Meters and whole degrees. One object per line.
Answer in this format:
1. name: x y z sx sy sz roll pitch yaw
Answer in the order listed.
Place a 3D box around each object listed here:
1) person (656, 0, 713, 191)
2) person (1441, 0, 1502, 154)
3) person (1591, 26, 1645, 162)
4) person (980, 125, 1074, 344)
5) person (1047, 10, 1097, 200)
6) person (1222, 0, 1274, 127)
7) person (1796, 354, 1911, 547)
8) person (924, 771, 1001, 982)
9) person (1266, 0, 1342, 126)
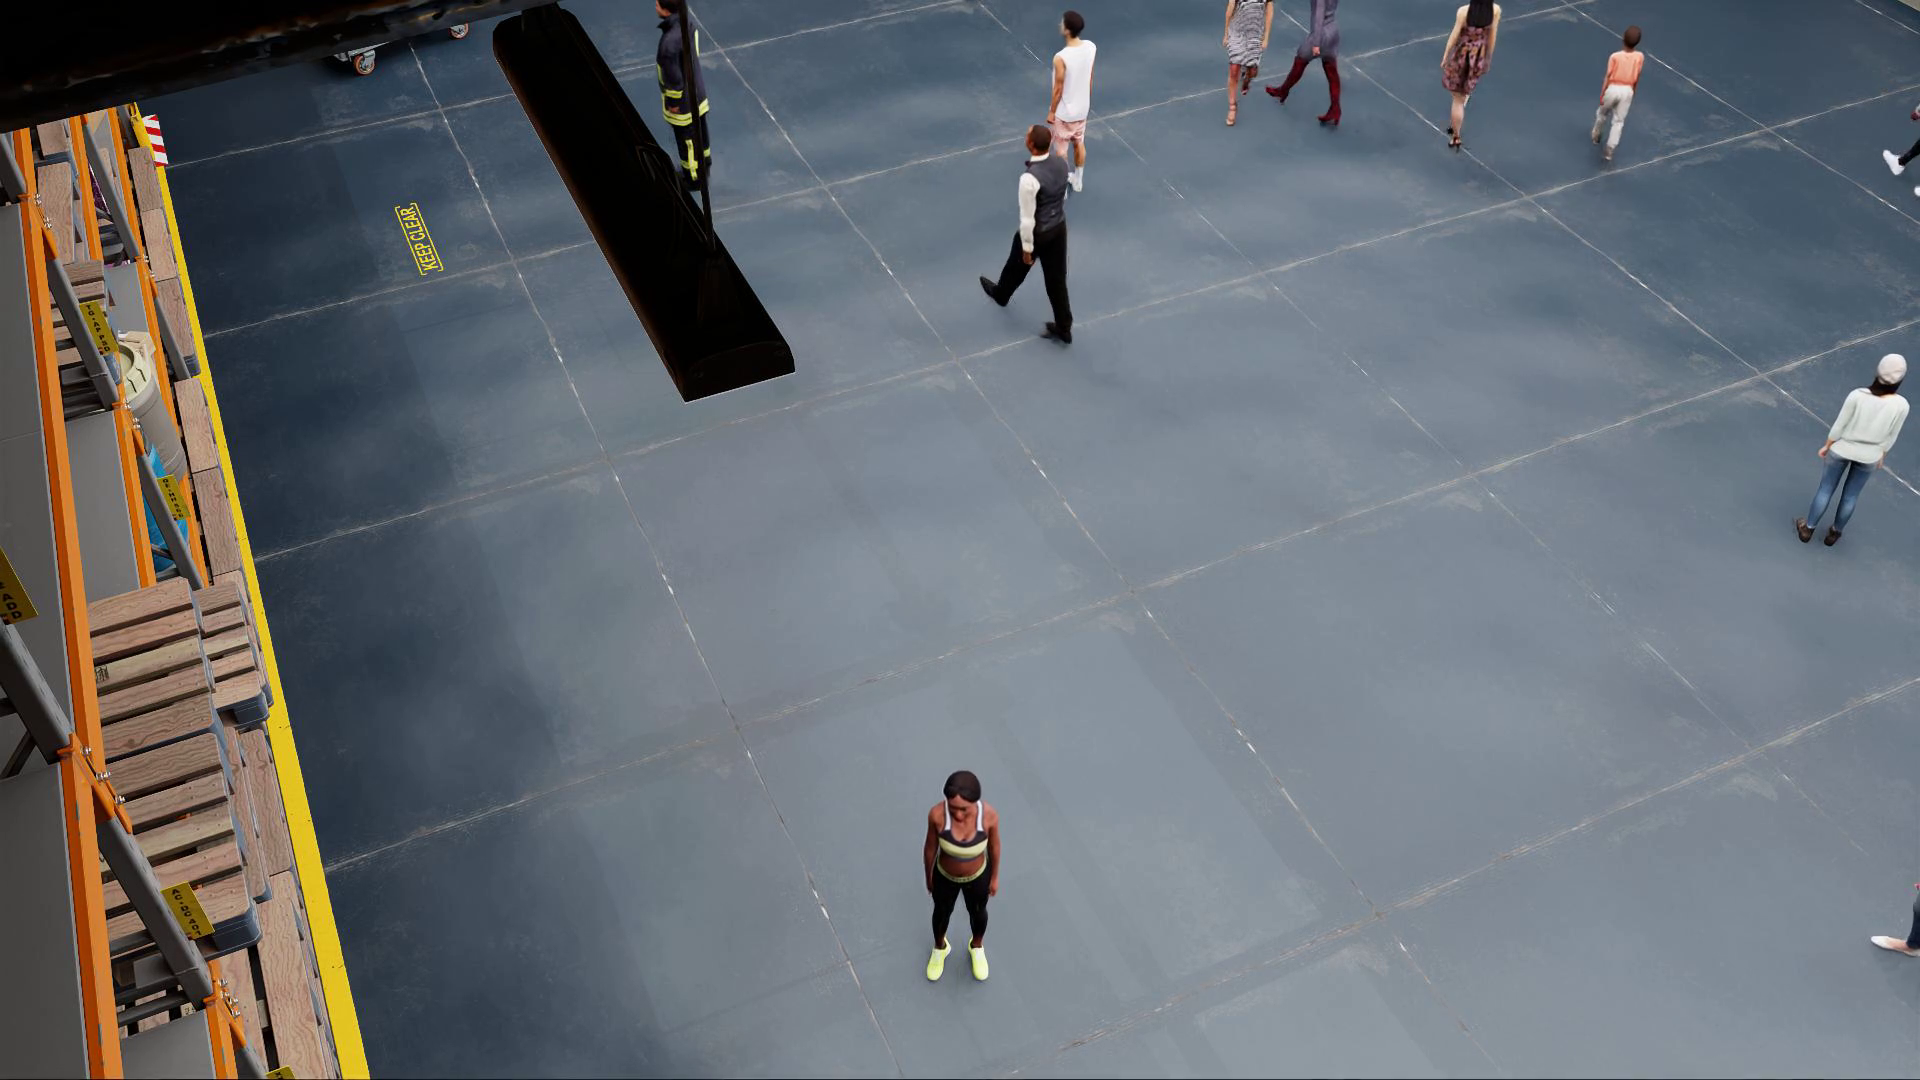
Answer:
1. person: -2.536 -4.137 15.265 0.957 1.926 0.854 8 44 8
2. person: 4.832 -4.466 15.729 0.733 1.764 0.817 -5 44 -5
3. person: 6.282 -4.236 15.821 0.822 1.302 0.933 9 44 10
4. person: 0.733 -2.440 13.526 0.931 1.868 1.329 -30 51 -28
5. person: 1.004 -3.963 15.182 0.696 1.789 0.644 -29 51 -27
6. person: 2.790 -4.933 16.186 0.837 1.808 0.914 10 44 10
7. person: 6.354 -0.636 11.789 0.633 1.651 0.695 15 46 15
8. person: 0.010 1.826 9.131 0.633 1.753 0.640 1 44 1
9. person: 3.594 -4.834 16.182 1.168 1.671 0.887 33 53 30
